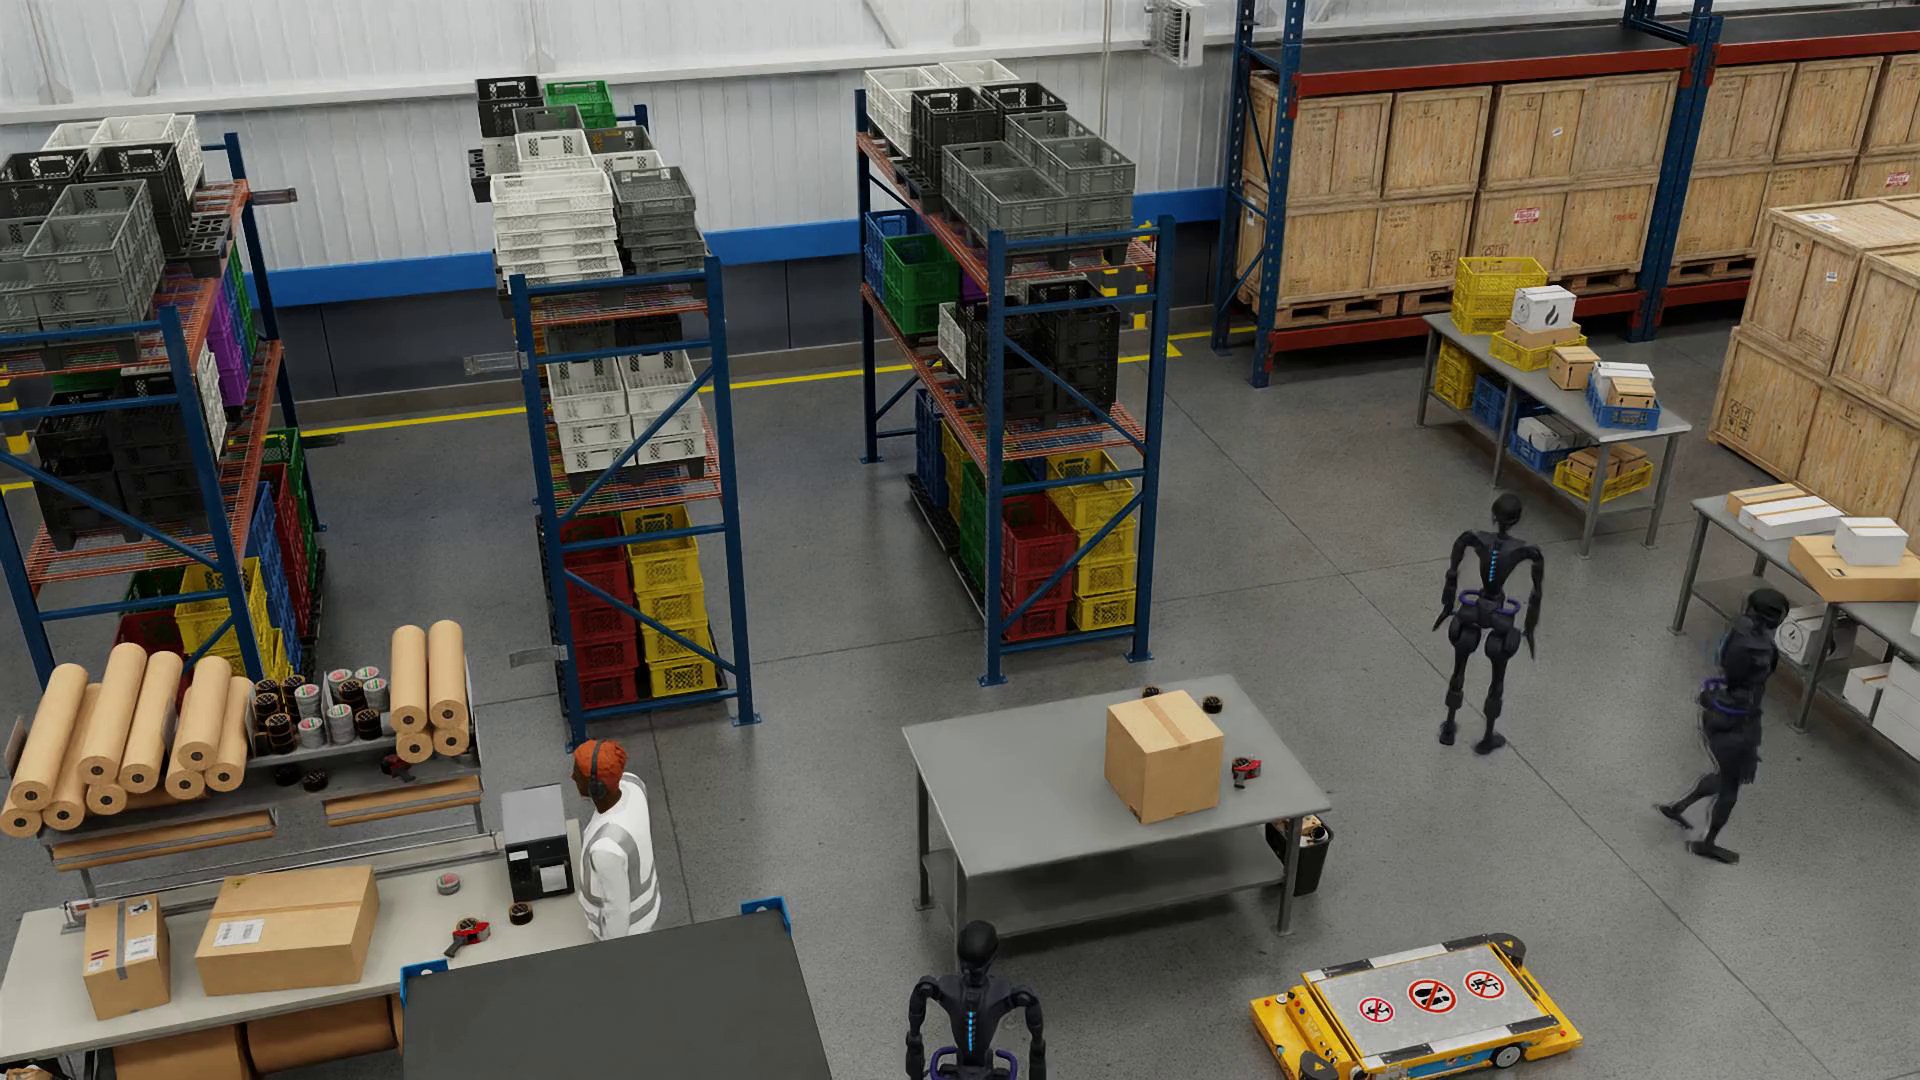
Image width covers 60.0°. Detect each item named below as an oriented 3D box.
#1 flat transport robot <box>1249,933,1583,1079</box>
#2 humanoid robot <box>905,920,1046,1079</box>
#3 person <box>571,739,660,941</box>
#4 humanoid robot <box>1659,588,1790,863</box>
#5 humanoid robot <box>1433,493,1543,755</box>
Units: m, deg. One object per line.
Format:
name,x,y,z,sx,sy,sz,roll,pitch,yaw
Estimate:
flat transport robot,2.184,2.282,7.980,1.431,0.197,0.652,-8,30,-14
humanoid robot,0.057,2.203,6.676,0.612,1.657,0.317,3,29,5
person,-1.517,1.678,7.432,0.349,1.882,0.582,0,29,-1
humanoid robot,4.149,0.965,8.937,0.339,1.643,0.635,5,29,9
humanoid robot,3.106,0.480,9.813,0.604,1.655,0.322,15,32,26
